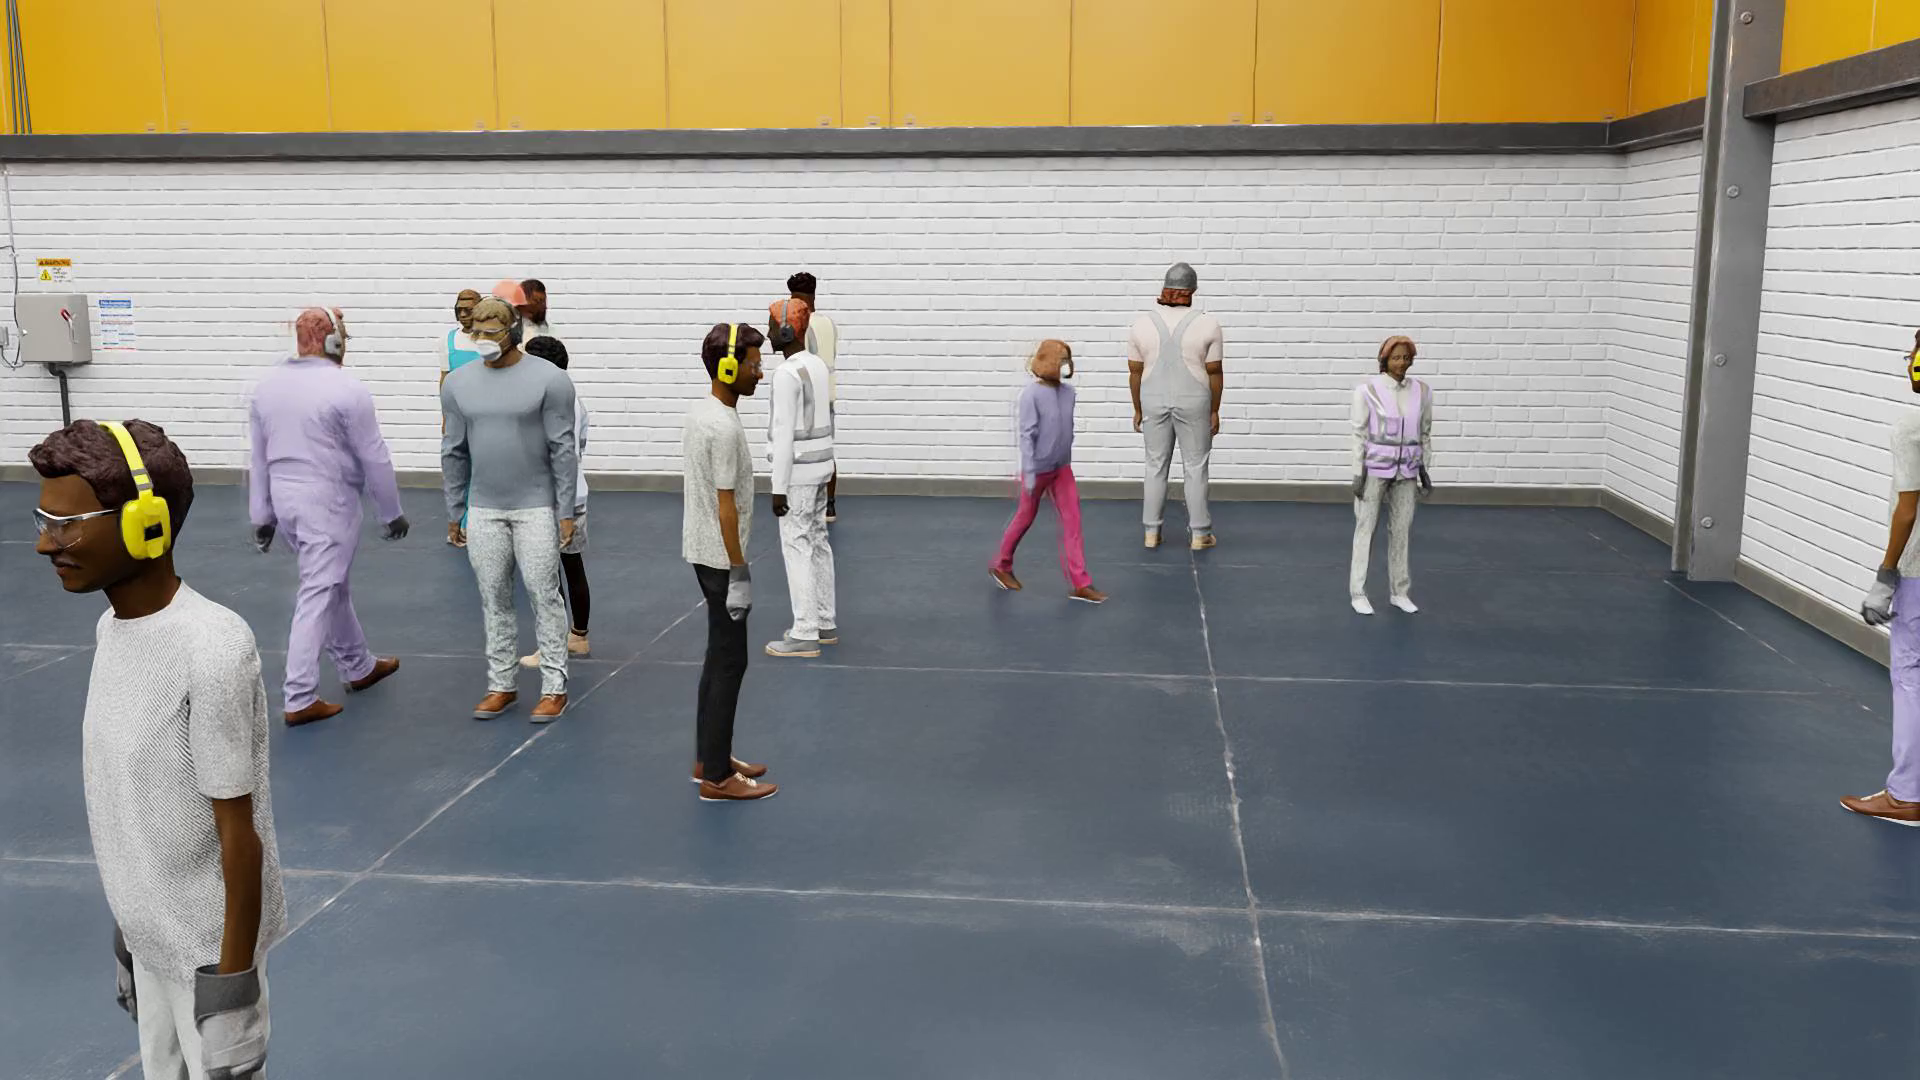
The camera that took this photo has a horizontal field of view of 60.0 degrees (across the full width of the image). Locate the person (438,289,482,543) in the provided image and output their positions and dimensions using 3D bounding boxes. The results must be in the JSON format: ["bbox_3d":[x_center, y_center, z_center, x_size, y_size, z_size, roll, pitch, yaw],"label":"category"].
[{"bbox_3d":[-3.512,-0.889,12.062,0.506,1.846,0.350,0,10,-1],"label":"person"}]

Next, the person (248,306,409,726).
[{"bbox_3d":[-2.859,-0.134,7.678,0.643,1.862,0.917,5,11,28],"label":"person"}]

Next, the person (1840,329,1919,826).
[{"bbox_3d":[3.576,0.127,6.170,0.519,1.874,0.331,-4,11,-21],"label":"person"}]

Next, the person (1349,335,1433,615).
[{"bbox_3d":[2.515,-0.379,9.742,0.520,1.637,0.313,-2,10,-13],"label":"person"}]

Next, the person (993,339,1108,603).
[{"bbox_3d":[0.526,-0.436,10.187,0.511,1.593,0.865,-9,14,-43],"label":"person"}]

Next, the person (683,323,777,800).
[{"bbox_3d":[-0.896,0.092,6.435,0.340,1.856,0.527,-3,10,-18],"label":"person"}]

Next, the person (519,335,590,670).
[{"bbox_3d":[-2.080,-0.189,8.471,0.318,1.699,0.535,3,10,19],"label":"person"}]

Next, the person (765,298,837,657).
[{"bbox_3d":[-0.843,-0.326,8.758,0.344,1.876,0.577,3,10,14],"label":"person"}]

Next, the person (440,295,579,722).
[{"bbox_3d":[-2.032,-0.137,7.526,0.637,1.930,0.374,1,10,7],"label":"person"}]

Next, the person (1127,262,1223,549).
[{"bbox_3d":[1.559,-0.957,11.891,0.681,2.000,0.536,4,11,21],"label":"person"}]

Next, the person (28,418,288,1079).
[{"bbox_3d":[-1.321,0.719,2.826,0.510,1.861,0.324,9,13,41],"label":"person"}]

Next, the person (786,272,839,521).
[{"bbox_3d":[-1.161,-1.080,12.834,0.389,1.957,0.607,5,11,25],"label":"person"}]

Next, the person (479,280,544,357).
[{"bbox_3d":[-3.091,-0.809,11.418,0.570,1.905,0.875,1,10,8],"label":"person"}]
